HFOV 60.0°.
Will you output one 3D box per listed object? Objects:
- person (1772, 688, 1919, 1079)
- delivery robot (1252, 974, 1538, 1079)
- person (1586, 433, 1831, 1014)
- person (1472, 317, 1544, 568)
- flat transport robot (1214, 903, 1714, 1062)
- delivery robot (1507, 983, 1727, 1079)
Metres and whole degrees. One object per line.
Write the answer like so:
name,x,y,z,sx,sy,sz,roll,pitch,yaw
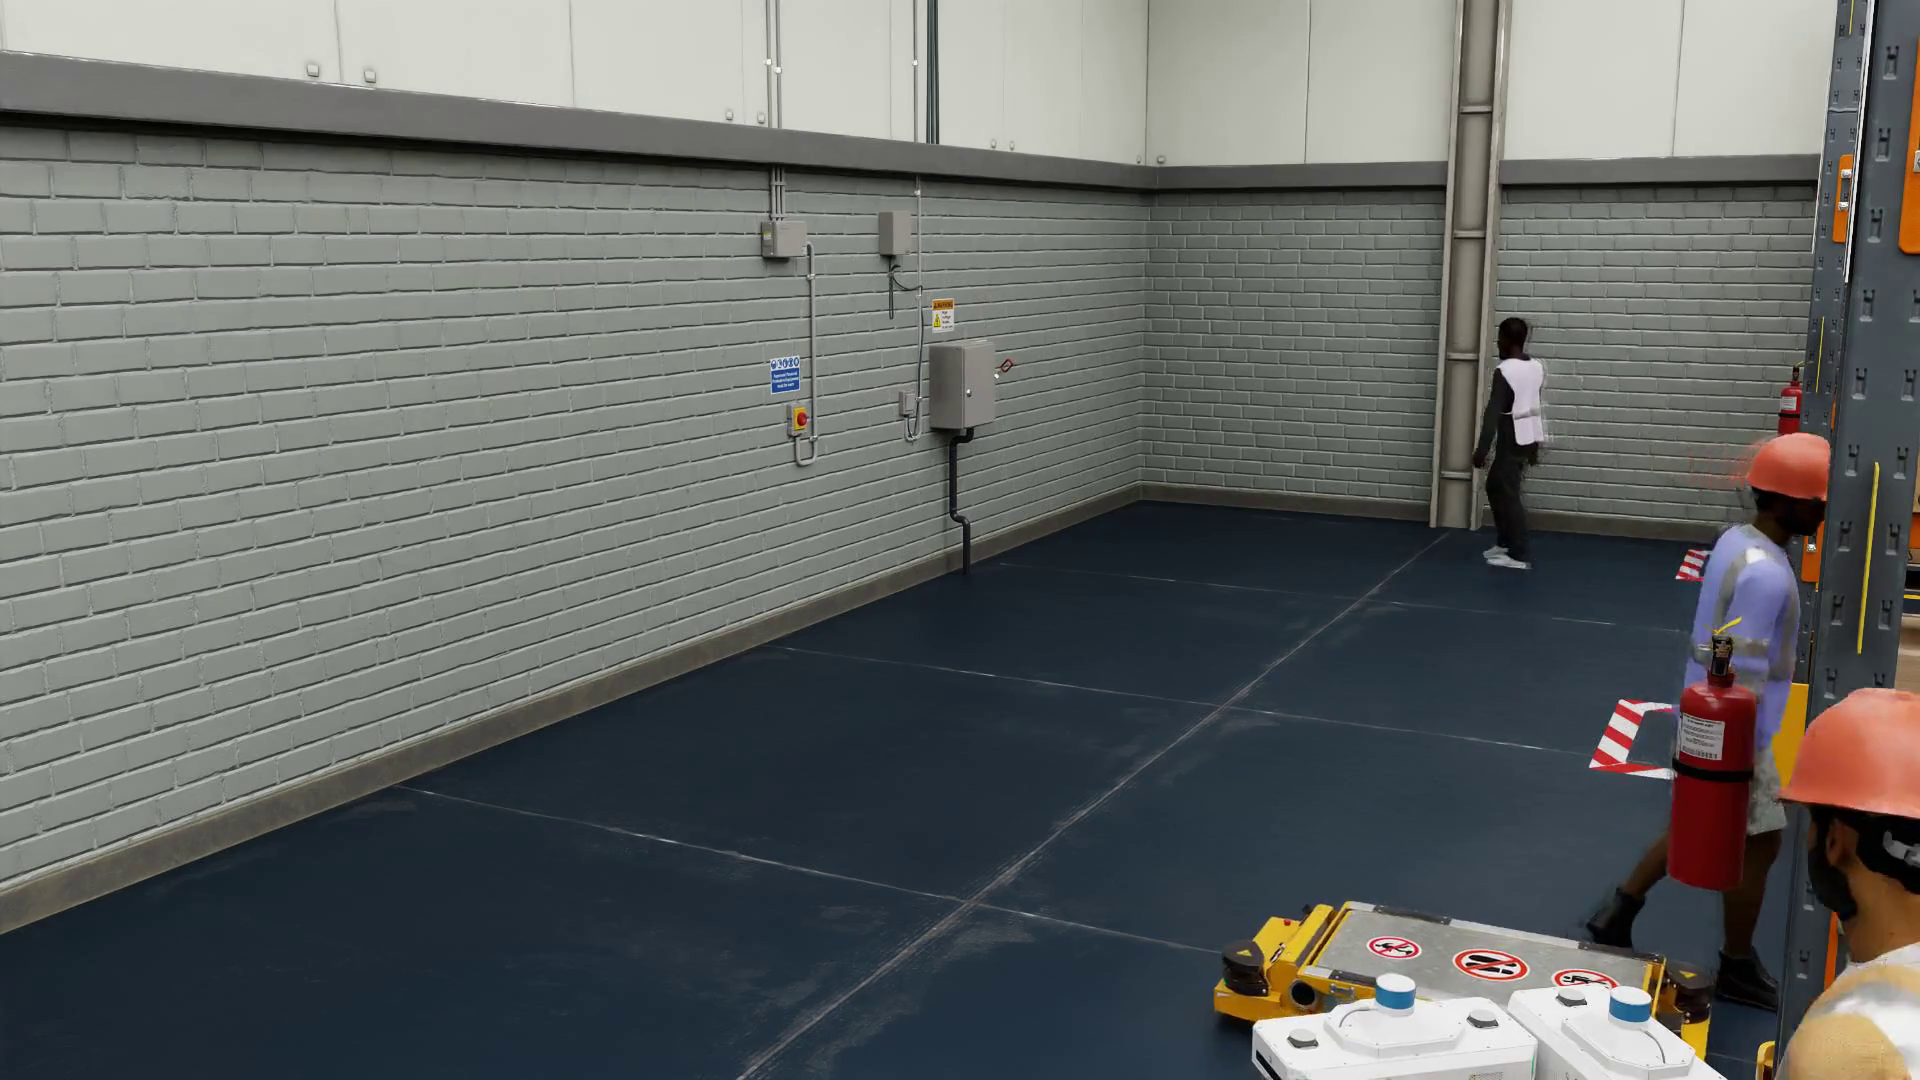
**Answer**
person,1.319,1.168,2.255,0.581,1.907,0.756,-10,14,-42
delivery robot,1.145,1.398,4.417,0.707,0.478,0.477,-2,11,-12
person,2.472,0.584,5.421,0.667,1.913,0.582,3,11,14
person,4.124,-0.735,12.654,0.587,1.900,0.593,9,14,40
flat transport robot,1.597,1.427,5.290,1.431,0.197,0.652,5,12,26
delivery robot,1.736,1.412,4.343,0.477,0.478,0.707,-2,11,-12
